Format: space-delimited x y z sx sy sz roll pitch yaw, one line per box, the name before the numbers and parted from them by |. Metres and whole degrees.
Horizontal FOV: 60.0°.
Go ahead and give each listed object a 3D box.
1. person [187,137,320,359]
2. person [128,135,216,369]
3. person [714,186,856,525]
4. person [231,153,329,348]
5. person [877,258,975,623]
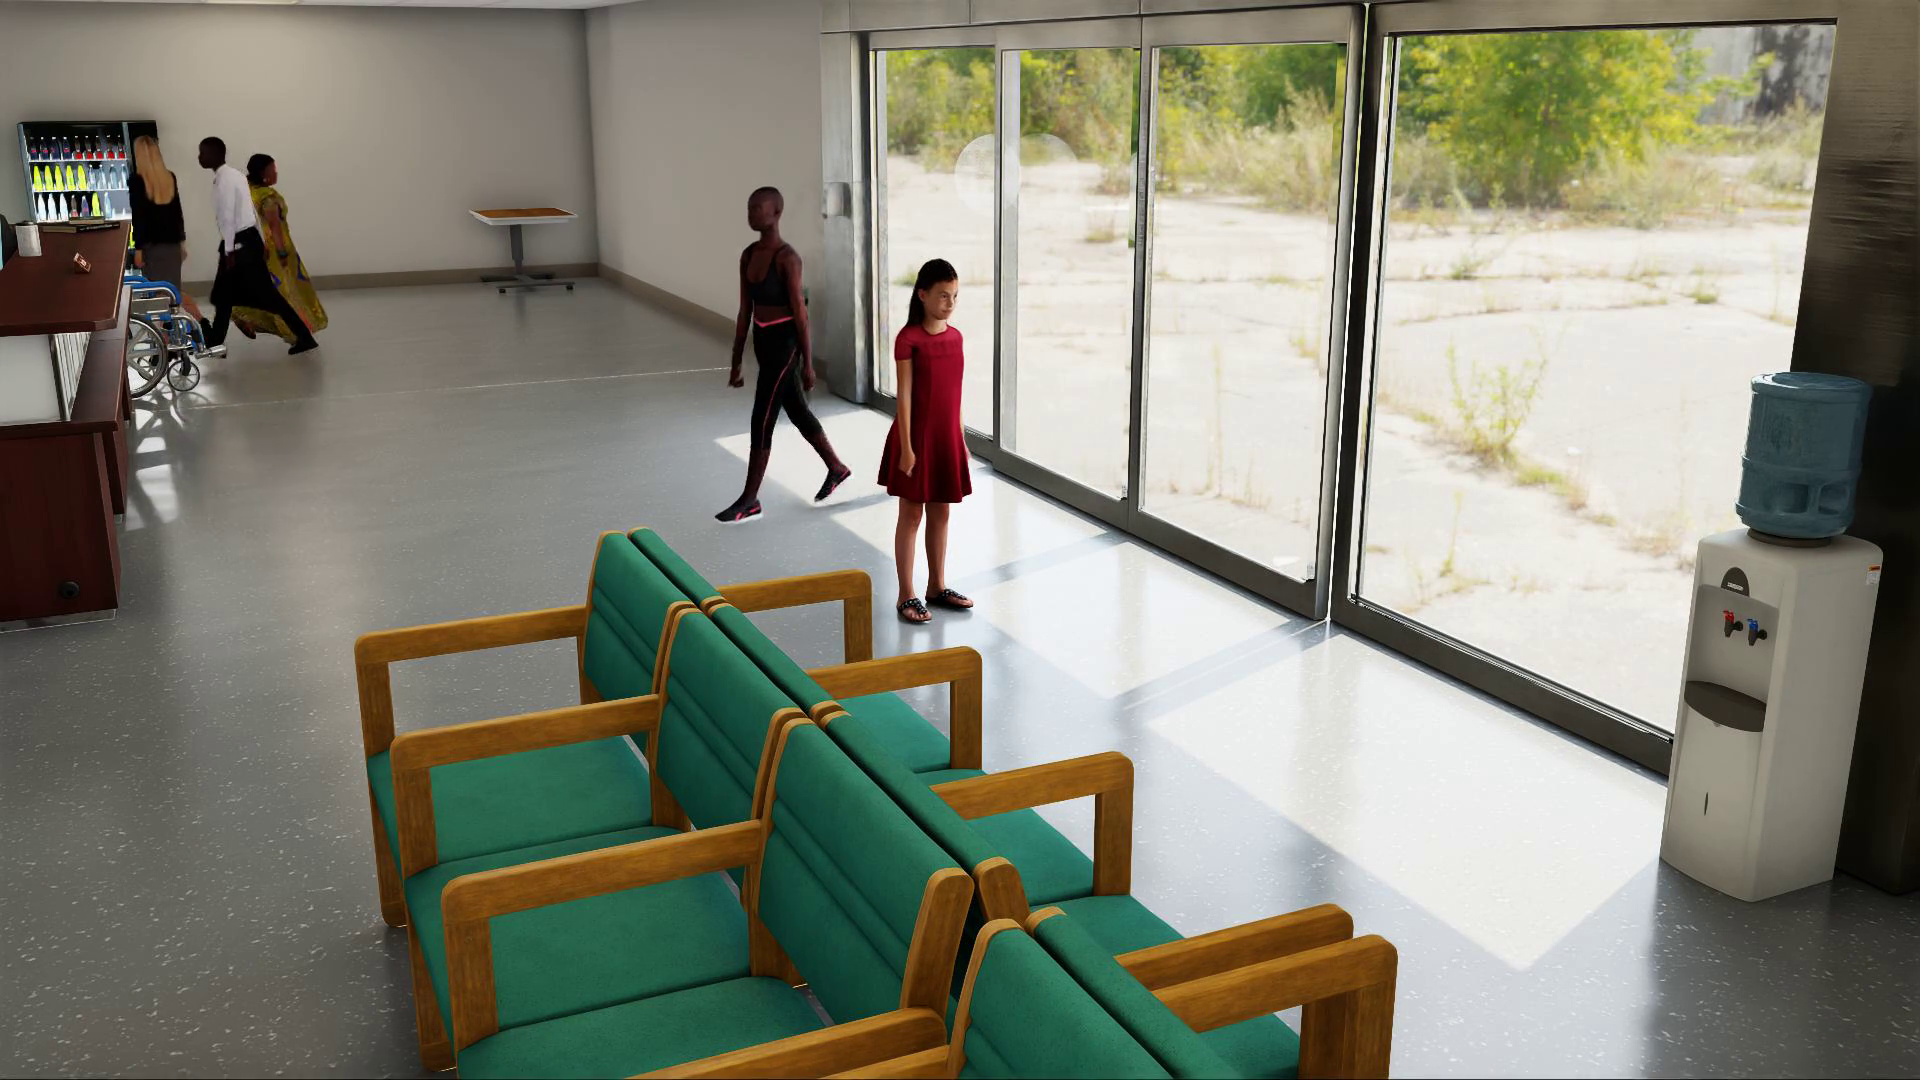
person | -5.716 -2.316 13.486 1.289 1.767 0.848 -3 16 -9
person | -6.225 -2.241 13.106 0.994 1.830 0.954 7 17 22
person | -0.878 -0.963 8.794 1.256 1.710 0.860 -15 22 -42
person | -5.927 -2.444 14.170 0.961 1.642 1.186 15 21 42
person | -0.138 -0.446 7.230 0.626 1.556 0.686 -14 21 -41
